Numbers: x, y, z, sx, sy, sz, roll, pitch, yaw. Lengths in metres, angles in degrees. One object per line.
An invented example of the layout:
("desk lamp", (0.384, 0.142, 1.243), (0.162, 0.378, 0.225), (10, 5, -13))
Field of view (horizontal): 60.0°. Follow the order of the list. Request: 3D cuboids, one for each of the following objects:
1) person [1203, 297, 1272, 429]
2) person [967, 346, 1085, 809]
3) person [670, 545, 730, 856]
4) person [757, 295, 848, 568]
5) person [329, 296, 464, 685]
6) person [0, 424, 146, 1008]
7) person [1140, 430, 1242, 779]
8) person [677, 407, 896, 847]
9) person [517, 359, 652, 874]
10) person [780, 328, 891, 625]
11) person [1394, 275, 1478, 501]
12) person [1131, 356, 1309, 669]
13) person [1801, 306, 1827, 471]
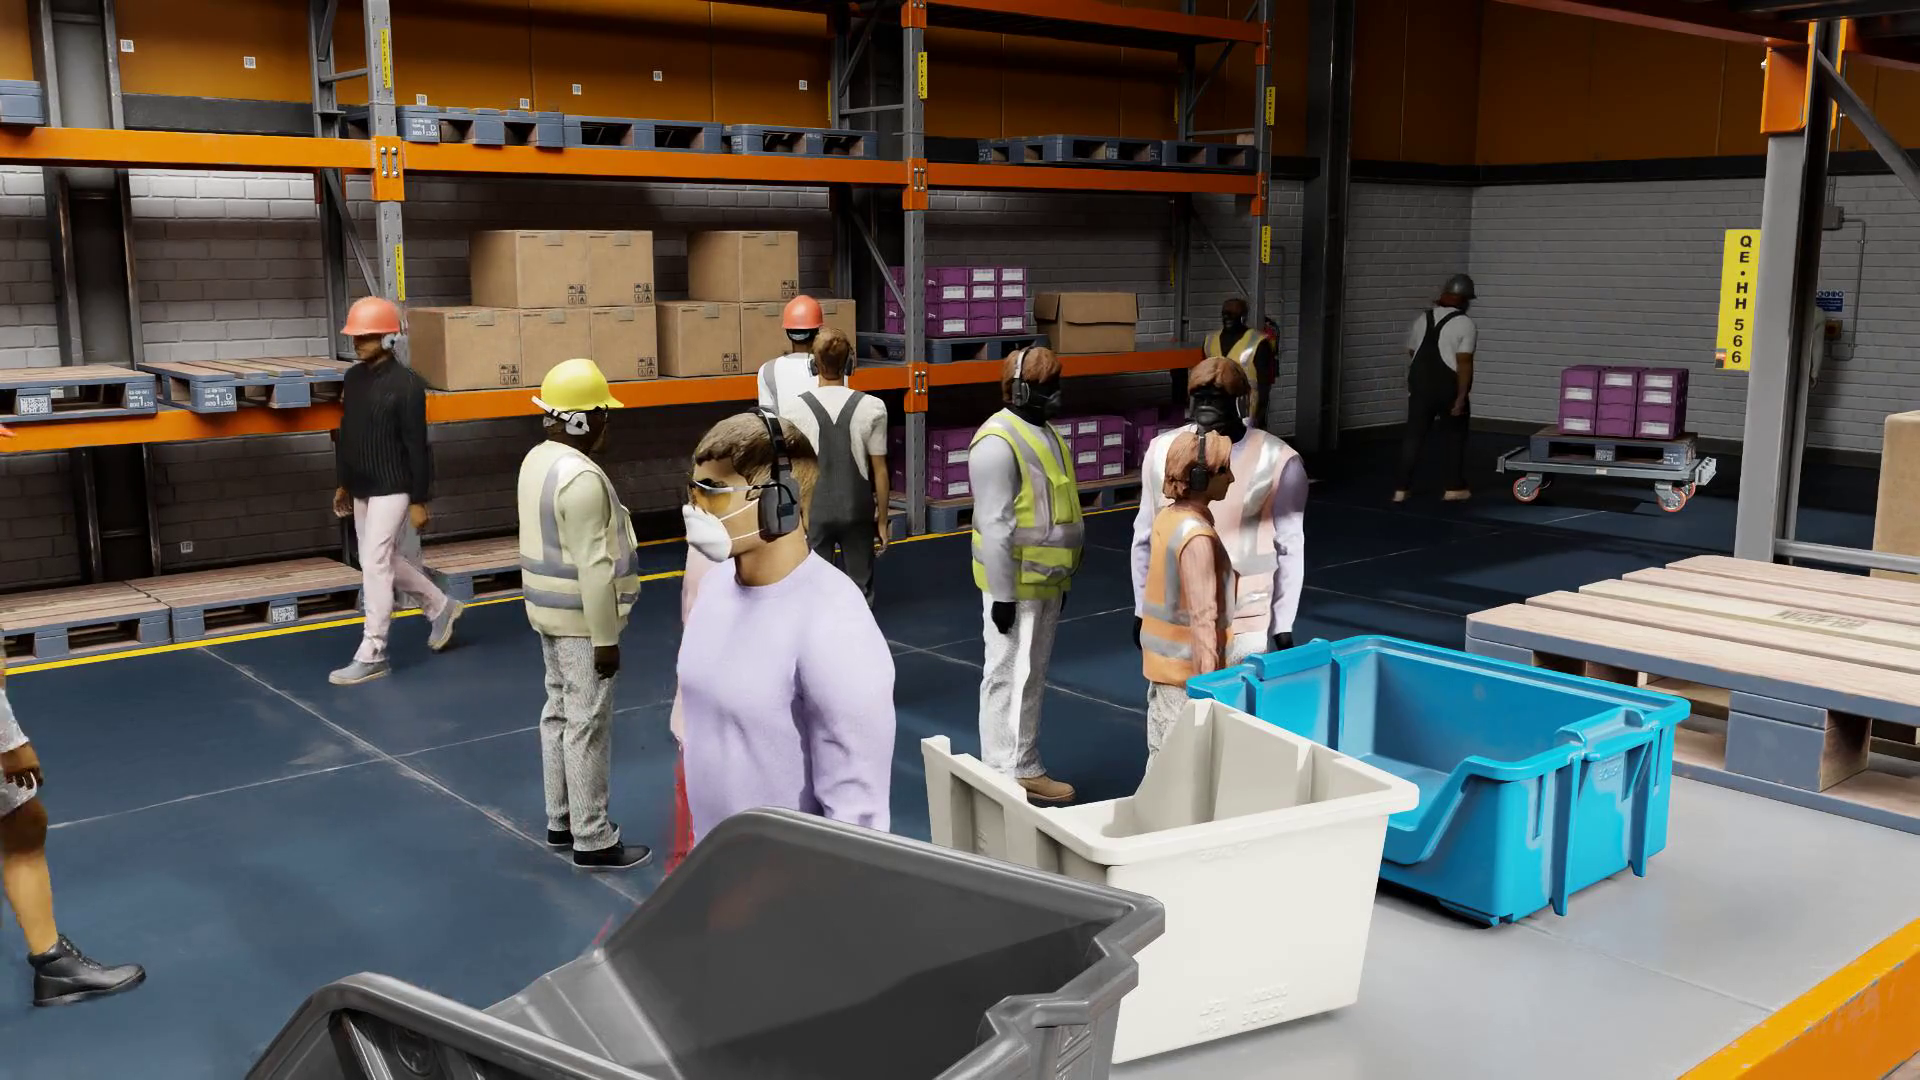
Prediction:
("person", (2.295, -1.118, 13.836), (0.629, 1.808, 0.899), (8, 13, 39))
("person", (0.270, 0.172, 6.486), (0.430, 1.845, 0.619), (4, 11, 23))
("person", (-0.578, 0.549, 4.641), (0.626, 1.737, 0.544), (-4, 11, -20))
("person", (-0.877, -0.423, 9.538), (0.544, 1.943, 0.347), (2, 10, 10))
("person", (-2.971, -0.283, 8.671), (0.633, 1.970, 0.852), (9, 14, 42))
("person", (-2.860, 0.489, 4.572), (0.921, 1.902, 0.545), (-6, 12, -31))
("person", (0.747, 0.455, 5.465), (0.311, 1.638, 0.521), (-1, 10, -6))
("person", (-0.358, 0.714, 3.179), (0.373, 1.940, 0.628), (-7, 12, -33))
("person", (-1.349, 0.271, 5.955), (0.404, 1.831, 0.600), (-6, 12, -31))
("person", (-0.586, -0.074, 7.863), (0.530, 1.842, 0.359), (-1, 10, -6))
("person", (4.142, -1.352, 14.462), (0.747, 2.000, 0.704), (-8, 13, -37))
("person", (0.894, 0.272, 5.923), (0.619, 1.845, 0.430), (5, 11, 25))
("person", (8.125, -1.636, 16.342), (0.628, 1.940, 0.373), (2, 10, 10))
